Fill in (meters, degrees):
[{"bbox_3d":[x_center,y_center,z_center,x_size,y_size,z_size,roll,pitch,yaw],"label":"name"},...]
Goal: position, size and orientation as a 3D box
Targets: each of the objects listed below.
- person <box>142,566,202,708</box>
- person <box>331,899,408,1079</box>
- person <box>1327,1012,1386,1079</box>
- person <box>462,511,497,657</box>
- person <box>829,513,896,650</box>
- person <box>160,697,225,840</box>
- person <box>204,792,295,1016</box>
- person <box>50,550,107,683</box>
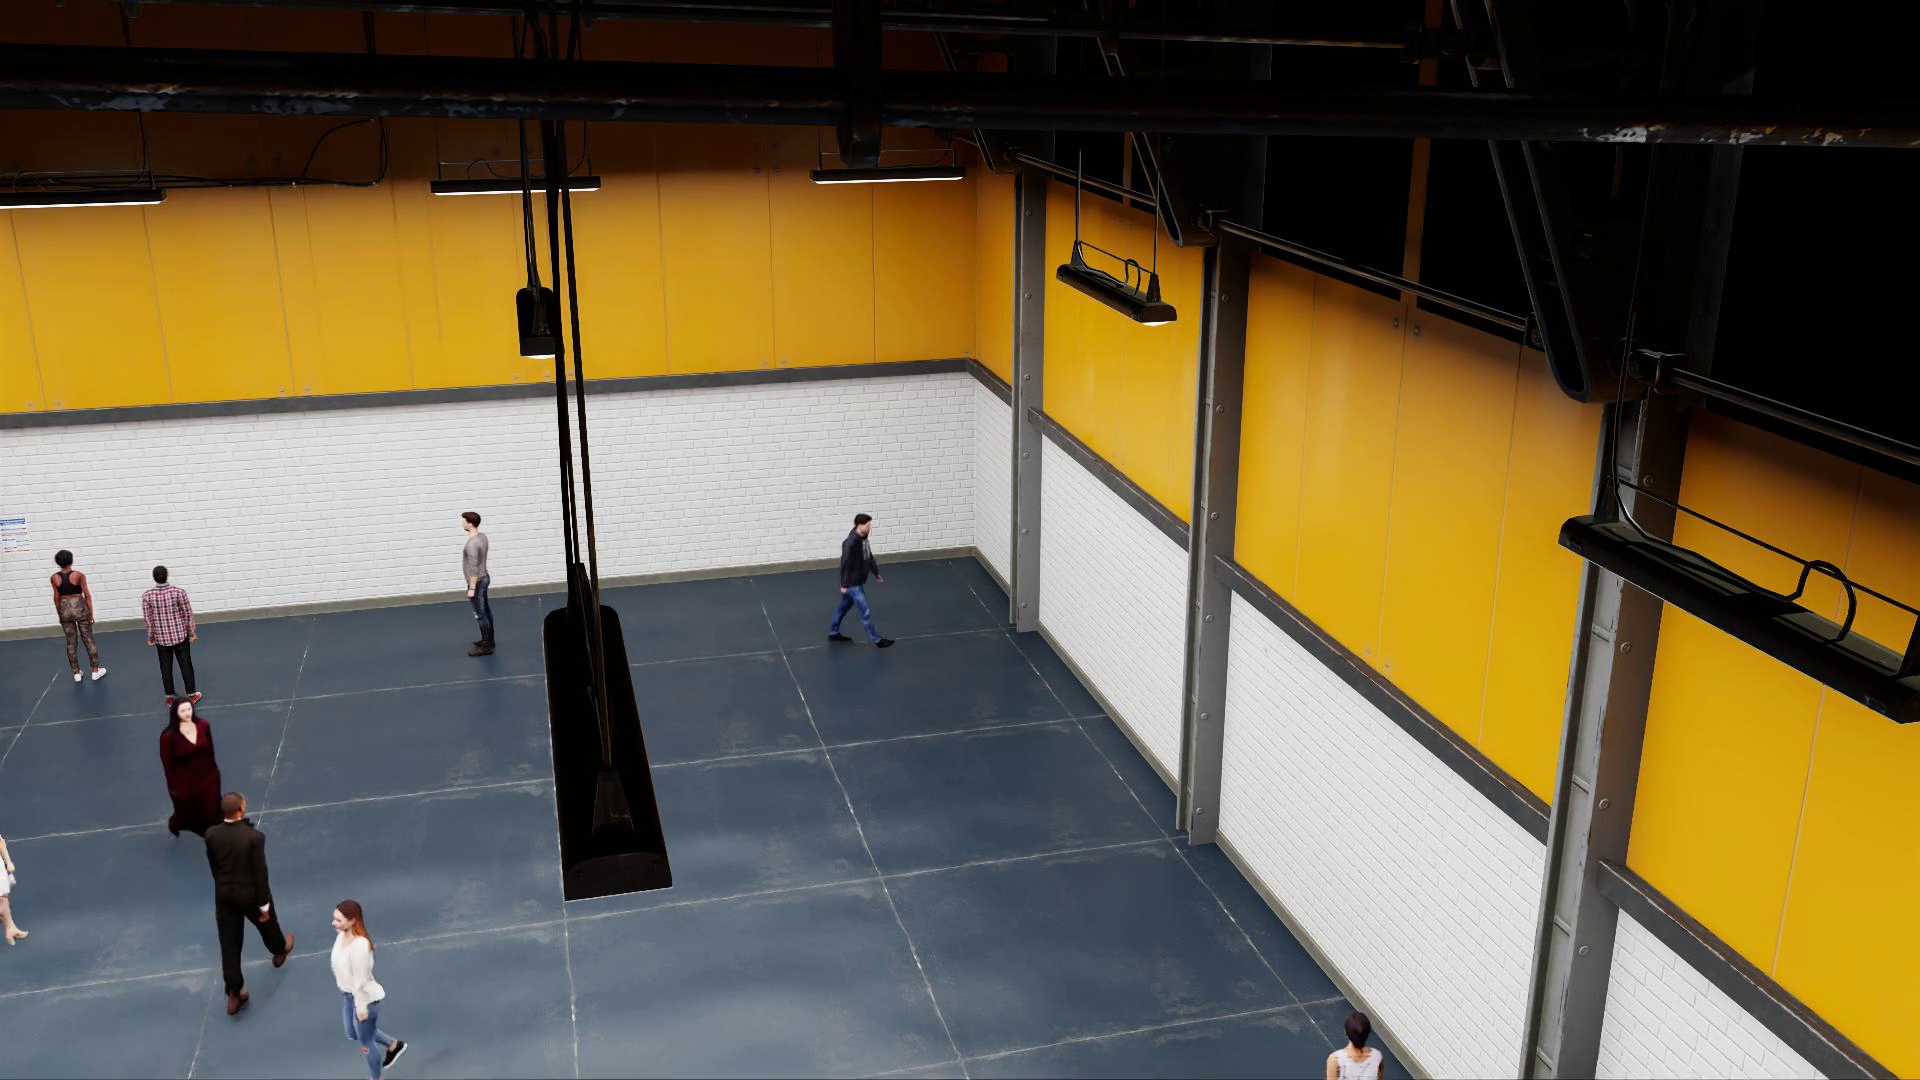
[{"bbox_3d":[-9.420,1.129,19.852,0.709,1.760,0.612,-6,20,-18],"label":"person"},{"bbox_3d":[-4.558,3.519,12.882,0.842,1.679,0.794,-15,24,-38],"label":"person"},{"bbox_3d":[2.728,4.048,11.496,0.768,1.562,1.105,0,19,0],"label":"person"},{"bbox_3d":[-6.185,0.543,21.369,0.789,1.903,0.601,-1,19,-2],"label":"person"},{"bbox_3d":[-1.448,0.553,21.476,1.194,1.816,1.243,5,19,15],"label":"person"},{"bbox_3d":[-7.576,2.331,16.323,1.118,1.735,0.992,15,24,37],"label":"person"},{"bbox_3d":[-6.080,3.062,13.972,0.873,1.850,1.341,-1,19,-3],"label":"person"},{"bbox_3d":[-10.951,0.922,20.563,0.573,1.699,0.539,-4,19,-12],"label":"person"}]
